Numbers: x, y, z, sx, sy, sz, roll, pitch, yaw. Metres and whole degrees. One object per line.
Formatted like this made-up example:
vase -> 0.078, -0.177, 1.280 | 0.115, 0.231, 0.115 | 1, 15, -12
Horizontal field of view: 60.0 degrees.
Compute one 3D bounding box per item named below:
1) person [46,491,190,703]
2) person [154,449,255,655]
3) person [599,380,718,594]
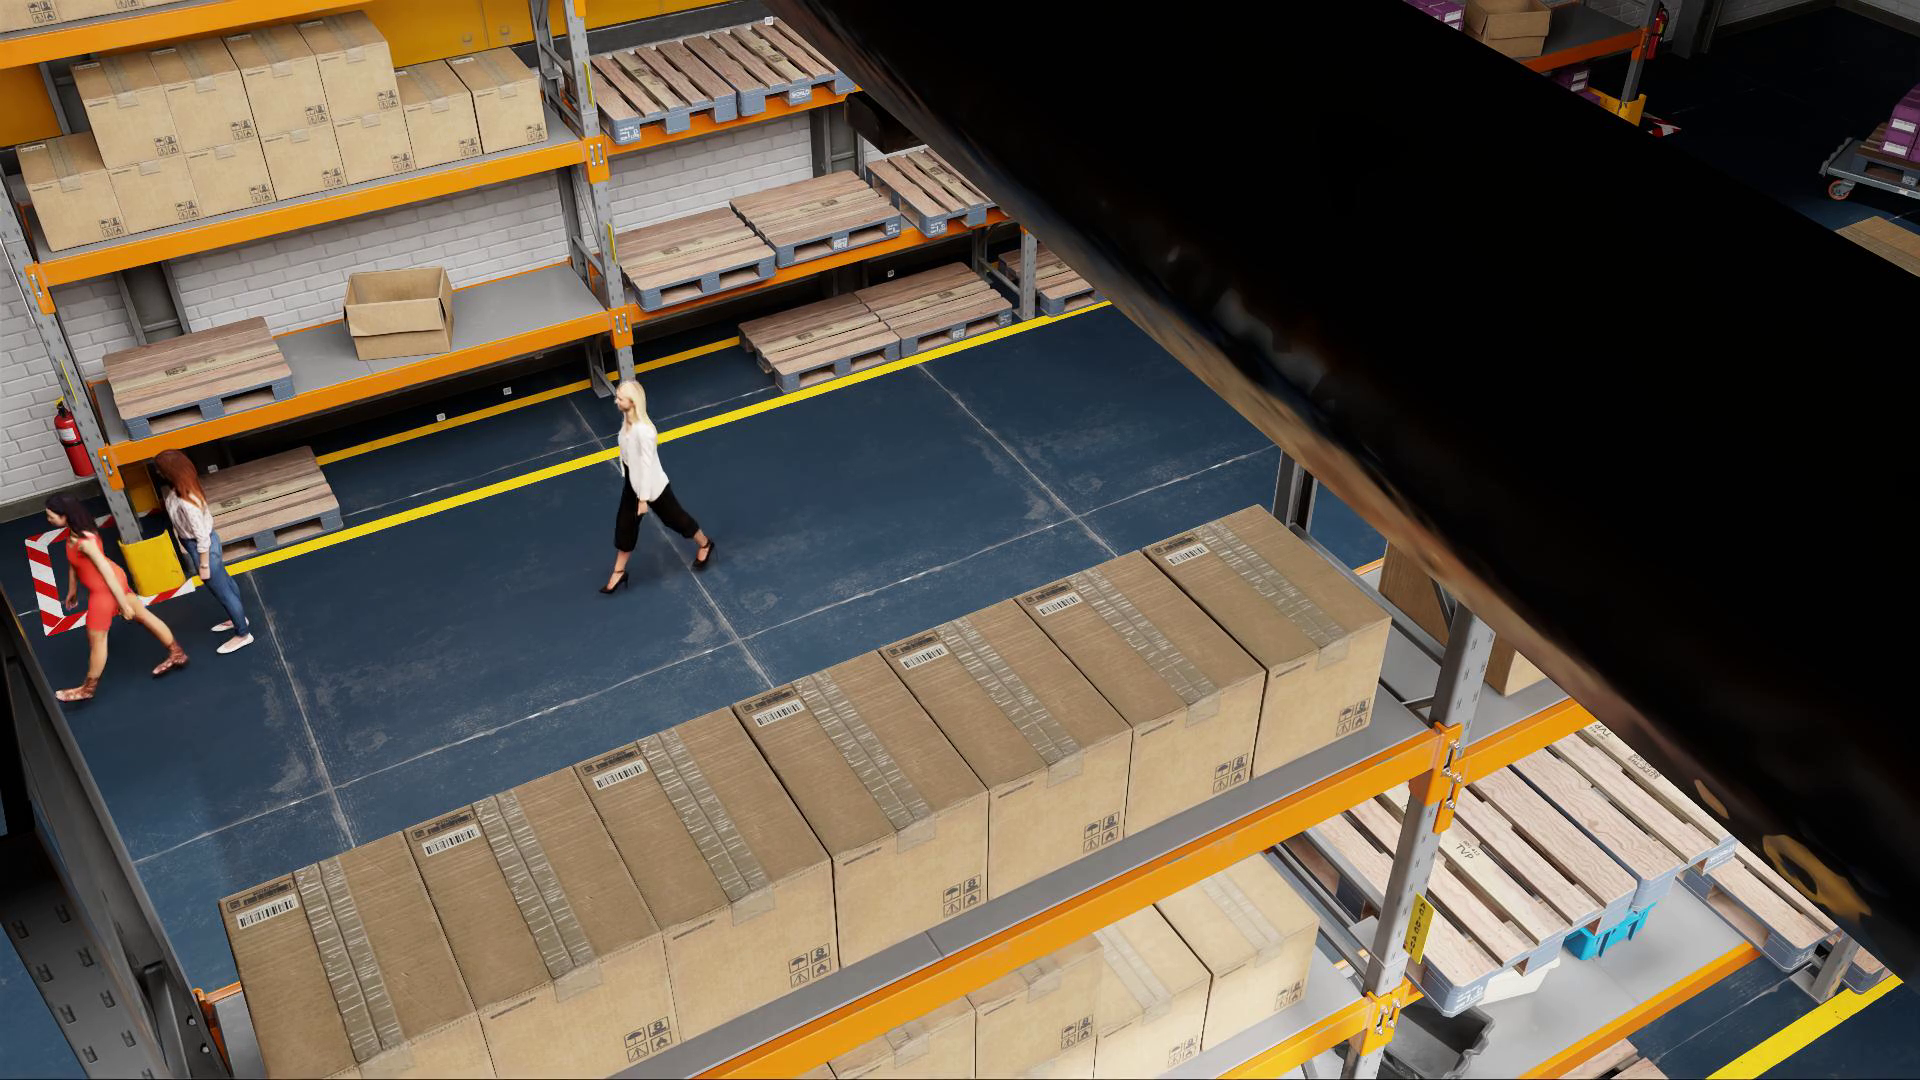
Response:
person -> -5.835, 0.333, 11.585 | 1.096, 1.674, 0.582 | -23, 44, -26
person -> -5.400, 0.052, 11.895 | 0.521, 1.725, 0.588 | -16, 41, -19
person -> -2.233, -0.402, 12.396 | 1.178, 1.809, 0.637 | -20, 43, -24
